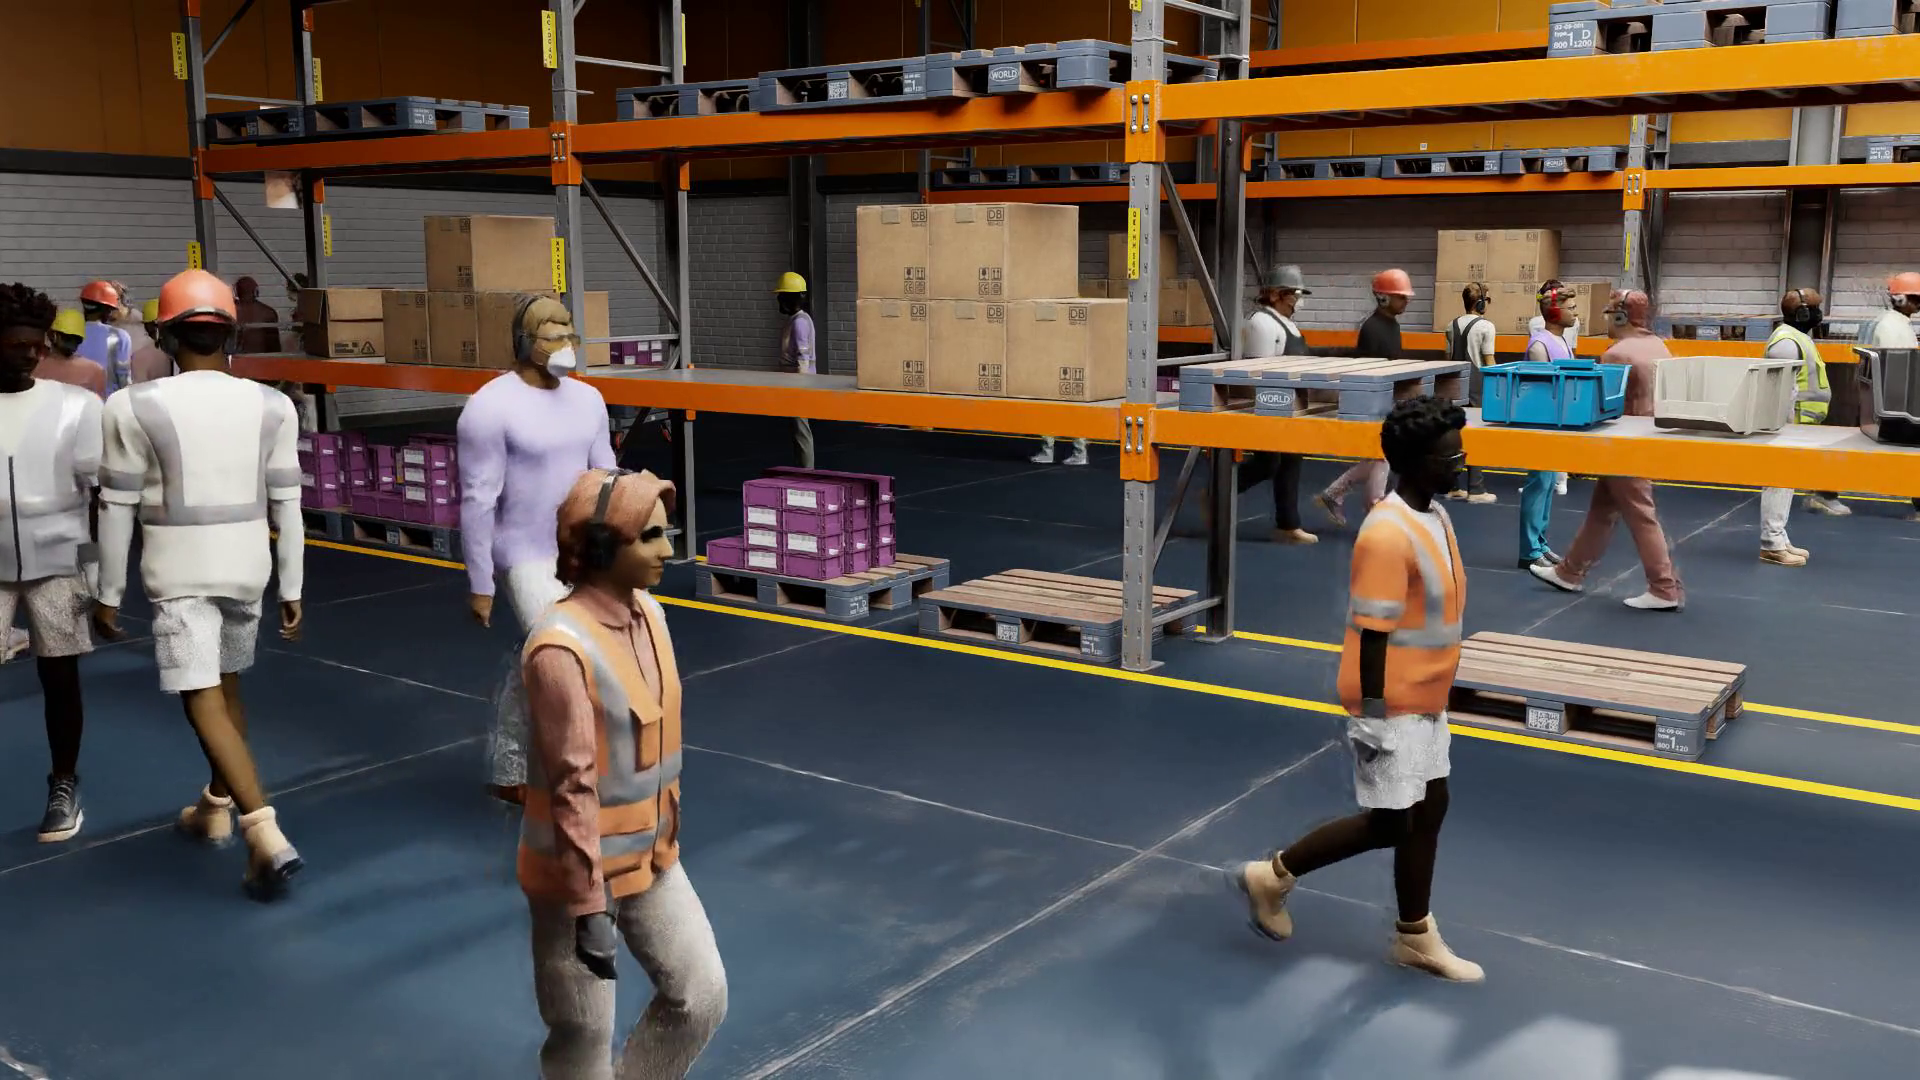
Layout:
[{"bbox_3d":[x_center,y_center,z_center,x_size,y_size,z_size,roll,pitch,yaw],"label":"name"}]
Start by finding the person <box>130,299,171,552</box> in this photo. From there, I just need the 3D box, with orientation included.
[{"bbox_3d":[-5.501,-0.785,11.556,0.370,1.765,0.544,7,12,37],"label":"person"}]

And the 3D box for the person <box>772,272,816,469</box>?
[{"bbox_3d":[-1.387,-1.280,14.002,0.367,1.928,0.584,-1,10,-8],"label":"person"}]

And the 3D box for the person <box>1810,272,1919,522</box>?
[{"bbox_3d":[7.229,-1.109,12.956,1.041,1.948,0.632,9,13,43],"label":"person"}]

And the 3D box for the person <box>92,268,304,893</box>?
[{"bbox_3d":[-2.428,0.124,5.433,1.005,2.010,0.620,8,13,41],"label":"person"}]

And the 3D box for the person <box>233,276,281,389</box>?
[{"bbox_3d":[-7.445,-1.830,17.447,0.650,1.868,0.893,-1,10,-7],"label":"person"}]

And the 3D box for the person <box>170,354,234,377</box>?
[{"bbox_3d":[-5.060,-0.798,11.161,0.597,1.914,0.371,6,11,34],"label":"person"}]

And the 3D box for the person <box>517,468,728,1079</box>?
[{"bbox_3d":[-0.679,0.671,3.291,0.370,1.628,0.532,3,10,16],"label":"person"}]

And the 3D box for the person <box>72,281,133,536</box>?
[{"bbox_3d":[-6.423,-0.974,12.322,0.564,1.891,0.927,-3,10,-16],"label":"person"}]

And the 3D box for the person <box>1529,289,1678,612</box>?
[{"bbox_3d":[3.846,-0.537,9.783,0.671,1.849,0.983,-9,13,-44],"label":"person"}]

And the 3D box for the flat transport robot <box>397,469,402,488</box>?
[{"bbox_3d":[-4.583,-0.494,14.239,1.431,0.197,0.652,-4,10,-21],"label":"flat transport robot"}]

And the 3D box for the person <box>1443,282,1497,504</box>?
[{"bbox_3d":[4.280,-1.226,13.925,0.345,1.846,0.508,-6,11,-33],"label":"person"}]

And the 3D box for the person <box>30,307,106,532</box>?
[{"bbox_3d":[-5.782,-0.636,10.743,0.528,1.732,0.770,-5,11,-30],"label":"person"}]

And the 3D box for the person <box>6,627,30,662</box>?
[{"bbox_3d":[-5.093,-0.195,7.999,1.143,1.785,0.590,-7,12,-34],"label":"person"}]

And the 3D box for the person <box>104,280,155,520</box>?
[{"bbox_3d":[-6.478,-1.093,13.027,0.675,1.875,0.598,0,10,-2],"label":"person"}]

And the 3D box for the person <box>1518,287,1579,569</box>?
[{"bbox_3d":[3.847,-0.725,10.921,0.384,1.849,0.569,6,11,30],"label":"person"}]

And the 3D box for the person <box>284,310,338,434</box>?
[{"bbox_3d":[-5.635,-1.233,14.656,0.534,1.613,0.708,9,13,42],"label":"person"}]

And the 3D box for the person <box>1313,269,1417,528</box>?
[{"bbox_3d":[2.954,-0.972,12.044,0.663,1.969,0.646,5,11,28],"label":"person"}]

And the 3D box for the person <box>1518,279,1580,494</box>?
[{"bbox_3d":[5.088,-1.311,14.378,0.518,1.865,0.330,-3,10,-17],"label":"person"}]

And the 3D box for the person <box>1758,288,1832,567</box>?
[{"bbox_3d":[5.571,-0.756,11.129,0.429,1.844,0.633,6,11,31],"label":"person"}]

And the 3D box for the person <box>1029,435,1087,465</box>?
[{"bbox_3d":[0.969,-1.606,16.512,0.698,1.719,0.527,6,11,33],"label":"person"}]

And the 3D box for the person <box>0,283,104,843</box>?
[{"bbox_3d":[-3.227,0.106,5.708,0.674,1.942,0.513,-5,11,-26],"label":"person"}]

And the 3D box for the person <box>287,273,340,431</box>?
[{"bbox_3d":[-6.722,-1.798,17.200,0.559,1.904,0.635,-3,10,-17],"label":"person"}]

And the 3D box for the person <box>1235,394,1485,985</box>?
[{"bbox_3d":[1.143,0.423,4.629,0.605,1.680,0.542,5,11,28],"label":"person"}]

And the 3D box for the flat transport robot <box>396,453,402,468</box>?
[{"bbox_3d":[-5.194,-0.640,15.113,0.652,0.197,1.431,-3,10,-18],"label":"flat transport robot"}]

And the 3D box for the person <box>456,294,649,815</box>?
[{"bbox_3d":[-1.353,0.104,5.831,0.976,1.894,0.653,5,11,27],"label":"person"}]

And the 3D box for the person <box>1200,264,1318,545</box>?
[{"bbox_3d":[2.186,-0.986,11.910,0.766,2.000,0.688,6,11,32],"label":"person"}]
